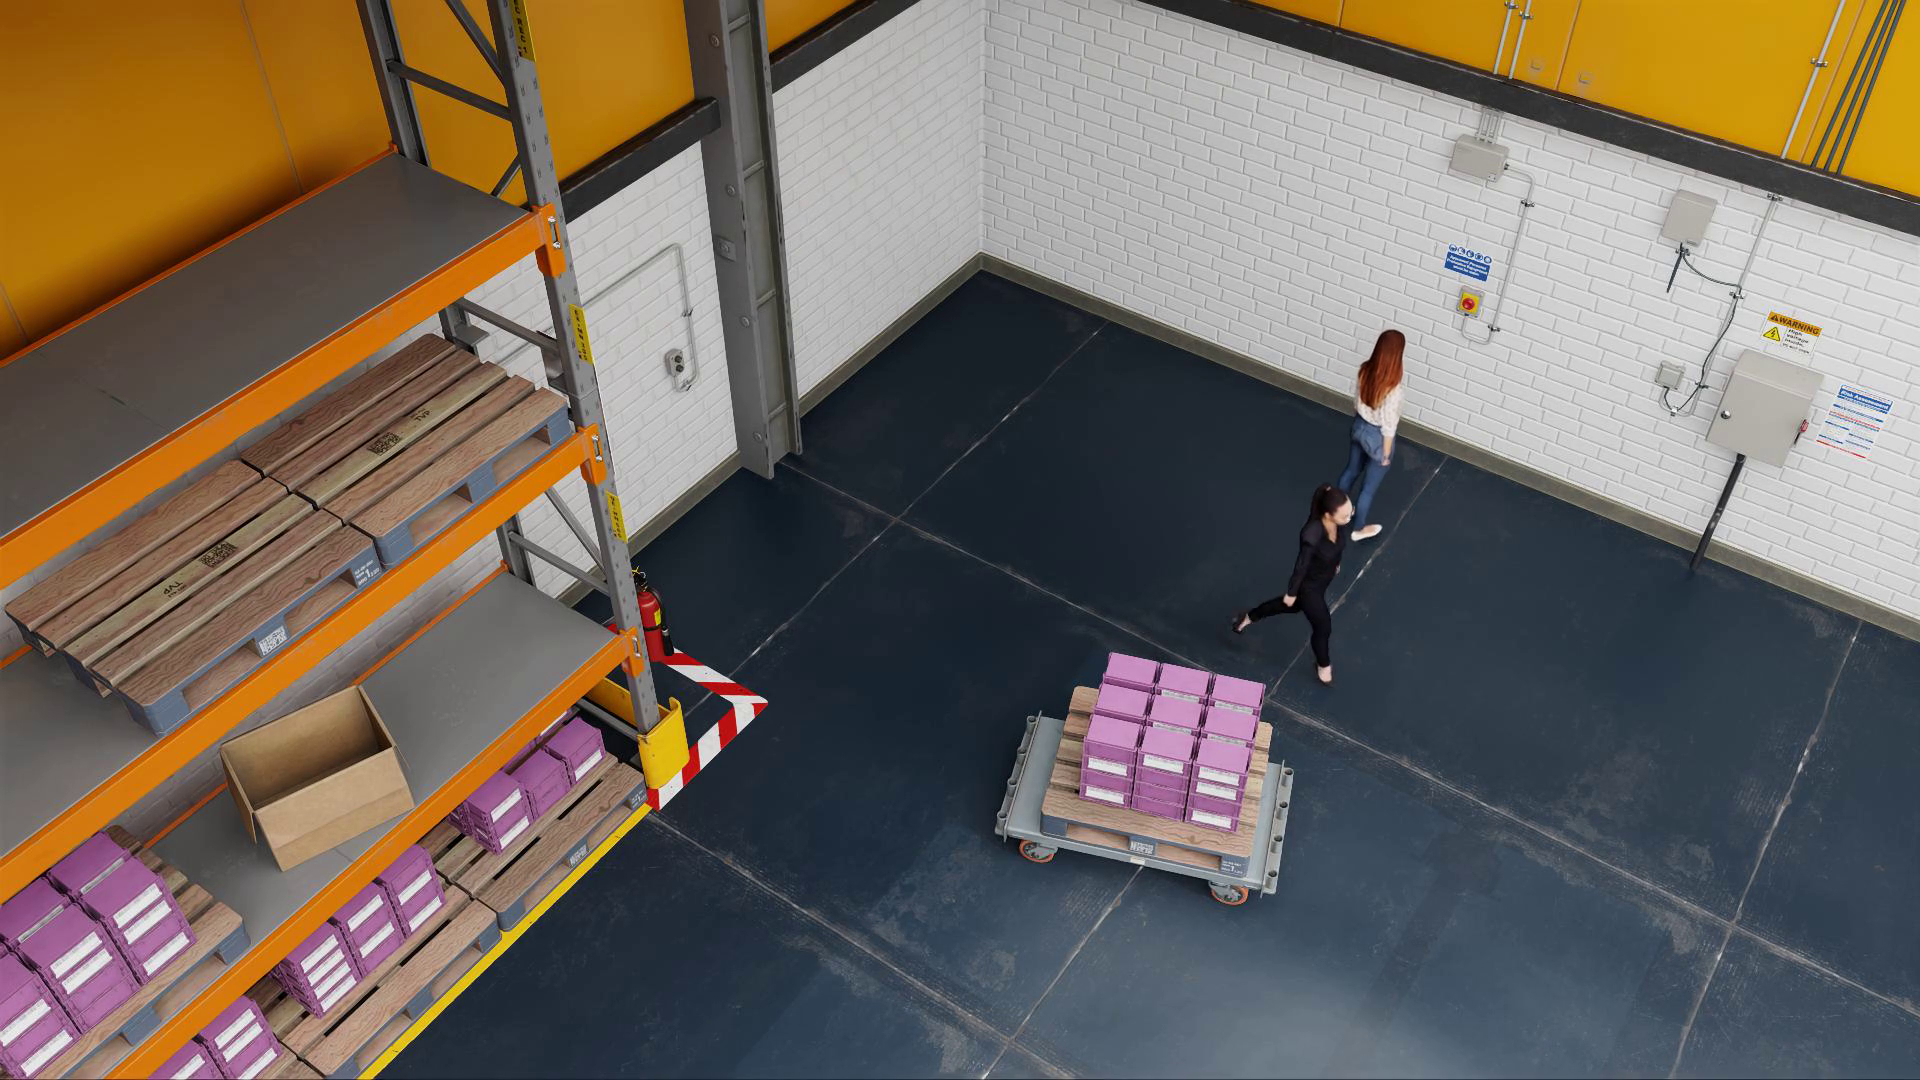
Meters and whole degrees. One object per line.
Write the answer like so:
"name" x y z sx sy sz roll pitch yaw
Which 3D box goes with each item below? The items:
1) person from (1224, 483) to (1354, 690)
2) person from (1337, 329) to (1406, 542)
"person" 2.132 0.260 10.427 0.736 1.676 0.993 26 50 25
"person" 2.817 -0.709 11.405 0.679 1.729 0.662 -20 47 -19
